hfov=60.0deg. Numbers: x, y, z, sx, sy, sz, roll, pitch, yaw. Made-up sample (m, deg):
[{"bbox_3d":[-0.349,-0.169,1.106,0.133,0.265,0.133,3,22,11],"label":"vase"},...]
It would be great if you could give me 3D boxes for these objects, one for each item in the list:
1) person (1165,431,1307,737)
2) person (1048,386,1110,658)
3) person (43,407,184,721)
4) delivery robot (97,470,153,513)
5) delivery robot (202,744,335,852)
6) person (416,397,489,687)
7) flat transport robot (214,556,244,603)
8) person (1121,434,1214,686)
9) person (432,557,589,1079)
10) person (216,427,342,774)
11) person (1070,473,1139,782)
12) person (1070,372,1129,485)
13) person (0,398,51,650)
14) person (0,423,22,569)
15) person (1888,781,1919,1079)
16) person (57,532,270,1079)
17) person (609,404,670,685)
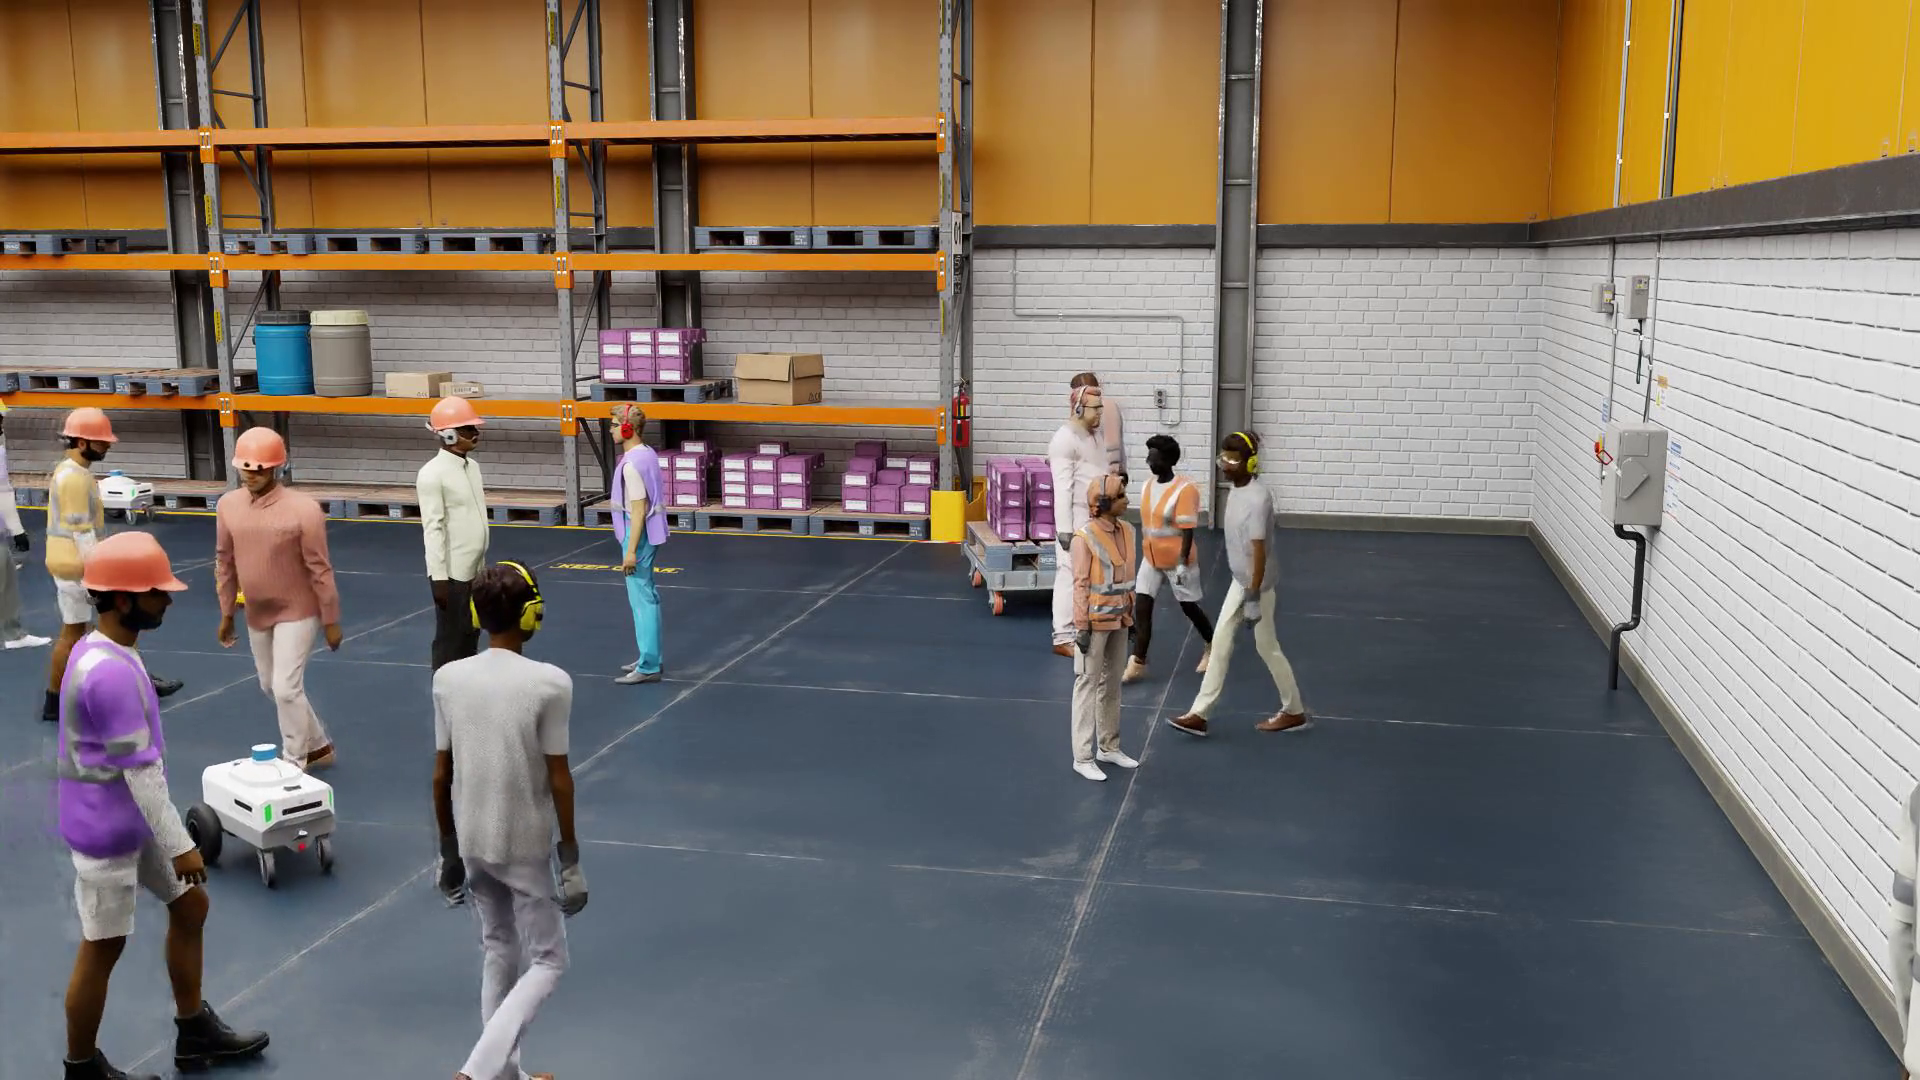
[{"bbox_3d":[1.633,0.272,9.579,0.953,1.812,0.541,-3,10,-15],"label":"person"},{"bbox_3d":[0.866,-0.133,11.698,0.403,1.904,0.652,5,11,25],"label":"person"},{"bbox_3d":[-5.187,0.144,10.068,0.835,1.895,0.615,-4,11,-24],"label":"person"},{"bbox_3d":[-8.902,-0.497,17.565,0.707,0.478,0.477,3,10,14],"label":"delivery robot"},{"bbox_3d":[-3.175,1.180,7.630,0.707,0.478,0.477,9,13,42],"label":"delivery robot"},{"bbox_3d":[-2.901,0.167,9.642,0.372,1.997,0.620,1,10,8],"label":"person"},{"bbox_3d":[-5.864,0.298,13.970,0.652,0.197,1.431,-5,11,-27],"label":"flat transport robot"},{"bbox_3d":[1.411,0.111,10.988,0.880,1.655,0.544,-7,12,-36],"label":"person"},{"bbox_3d":[-1.444,0.999,5.174,0.542,1.846,0.594,4,10,21],"label":"person"},{"bbox_3d":[-3.489,0.361,8.662,0.637,1.956,0.746,3,10,18],"label":"person"},{"bbox_3d":[0.779,0.458,8.965,0.307,1.645,0.520,8,13,40],"label":"person"},{"bbox_3d":[1.108,-0.583,14.692,0.822,1.794,0.693,7,12,36],"label":"person"},{"bbox_3d":[-6.855,-0.109,11.589,0.587,1.901,0.794,9,13,41],"label":"person"},{"bbox_3d":[-8.609,-0.668,14.680,0.367,1.967,0.606,-2,10,-10],"label":"person"},{"bbox_3d":[2.251,1.171,3.567,0.391,2.040,0.615,0,10,-1],"label":"person"},{"bbox_3d":[-2.630,0.919,5.439,0.786,1.903,0.548,-4,10,-22],"label":"person"},{"bbox_3d":[-2.099,0.026,10.927,0.372,1.843,0.570,0,10,-3],"label":"person"}]
